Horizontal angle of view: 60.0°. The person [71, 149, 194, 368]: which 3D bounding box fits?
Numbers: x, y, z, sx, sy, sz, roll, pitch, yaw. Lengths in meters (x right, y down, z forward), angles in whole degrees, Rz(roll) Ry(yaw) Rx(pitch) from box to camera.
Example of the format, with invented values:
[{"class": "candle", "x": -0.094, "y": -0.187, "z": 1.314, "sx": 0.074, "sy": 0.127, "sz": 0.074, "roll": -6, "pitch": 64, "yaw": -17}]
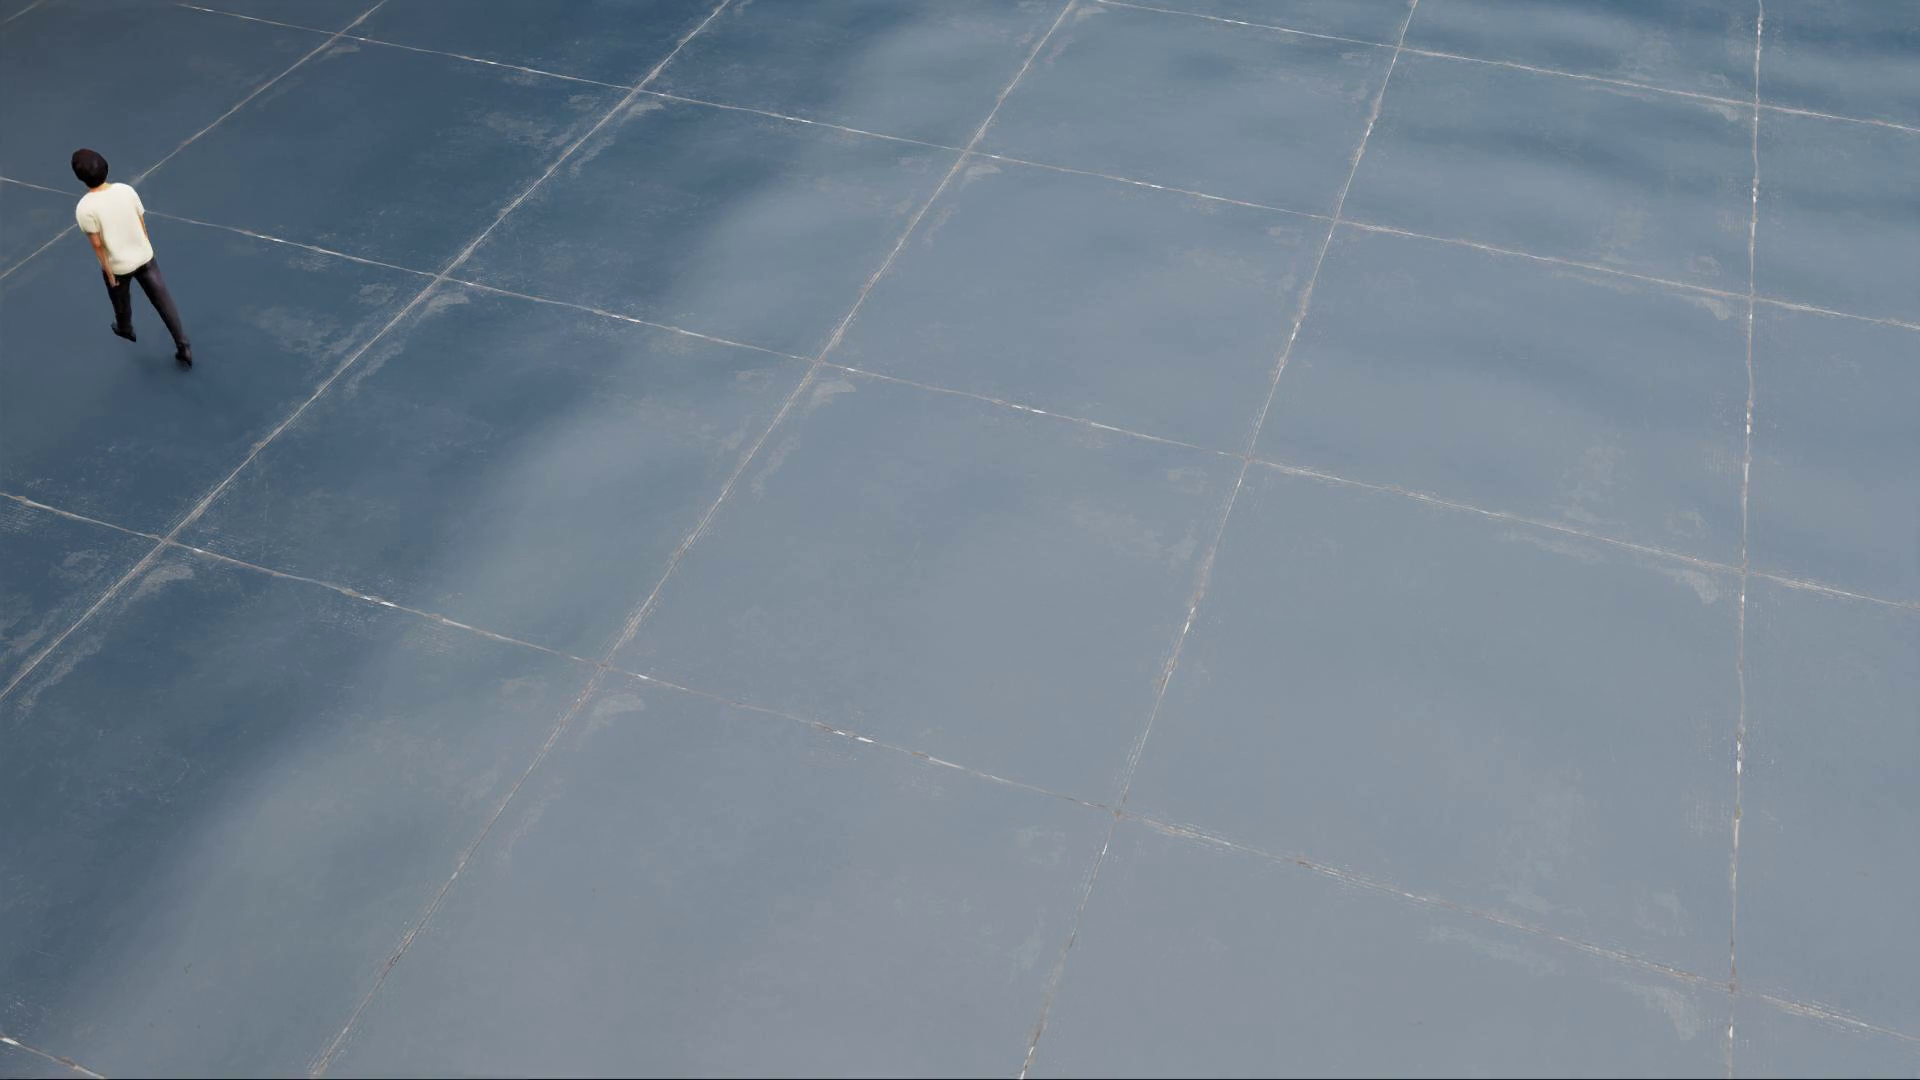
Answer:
[{"class": "person", "x": -5.366, "y": -1.781, "z": 10.839, "sx": 1.036, "sy": 1.556, "sz": 0.787, "roll": 27, "pitch": 49, "yaw": 26}]
